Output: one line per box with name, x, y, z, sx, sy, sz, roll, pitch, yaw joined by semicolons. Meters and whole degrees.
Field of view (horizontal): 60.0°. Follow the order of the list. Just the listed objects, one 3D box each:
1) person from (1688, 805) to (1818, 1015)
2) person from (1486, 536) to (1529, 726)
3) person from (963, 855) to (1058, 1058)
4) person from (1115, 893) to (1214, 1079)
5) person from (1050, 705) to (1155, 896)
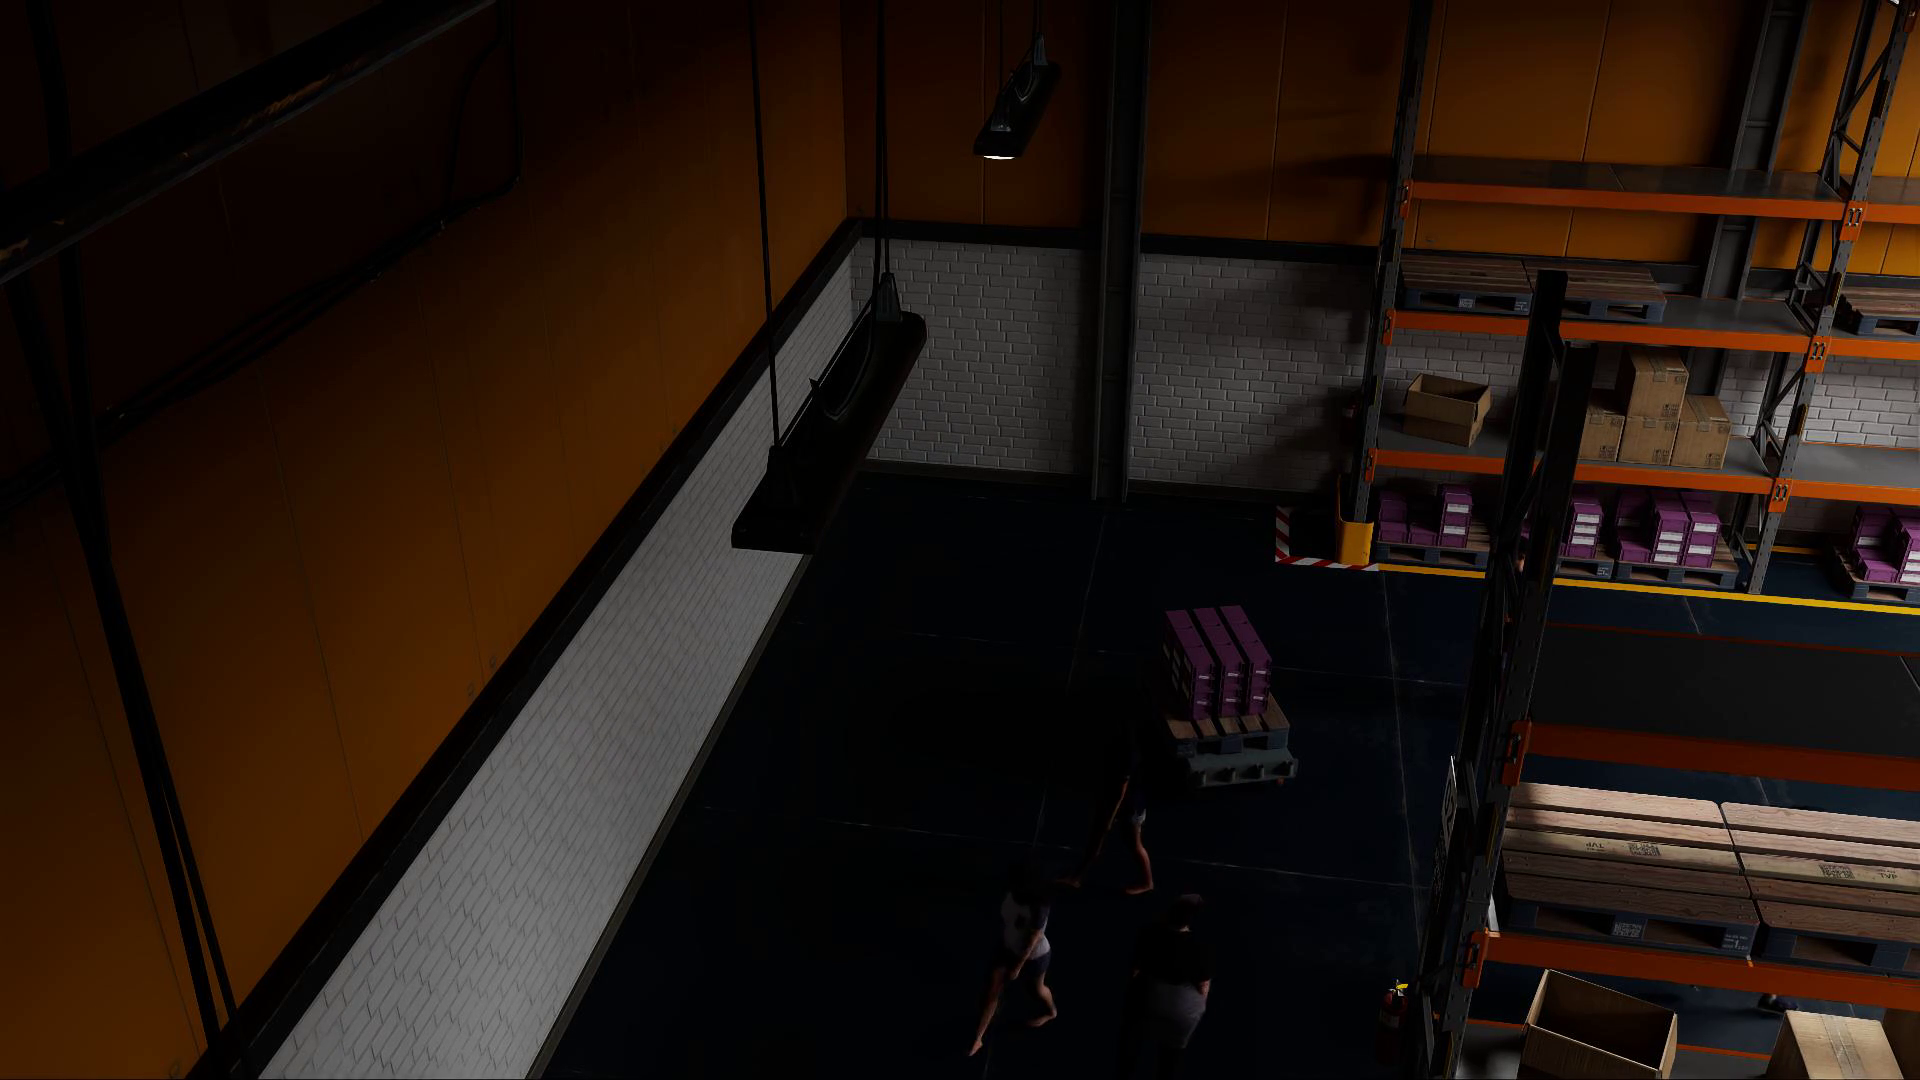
person;5.527;2.559;11.487;1.050;1.750;0.659;3;29;6
person;4.853;0.785;14.642;0.538;1.843;0.605;4;29;7
person;0.492;2.754;11.226;1.045;1.658;1.050;-20;34;-32
person;1.292;2.980;10.729;0.717;1.737;0.899;4;29;8
person;1.318;1.998;12.535;1.100;1.731;0.796;-4;29;-7
